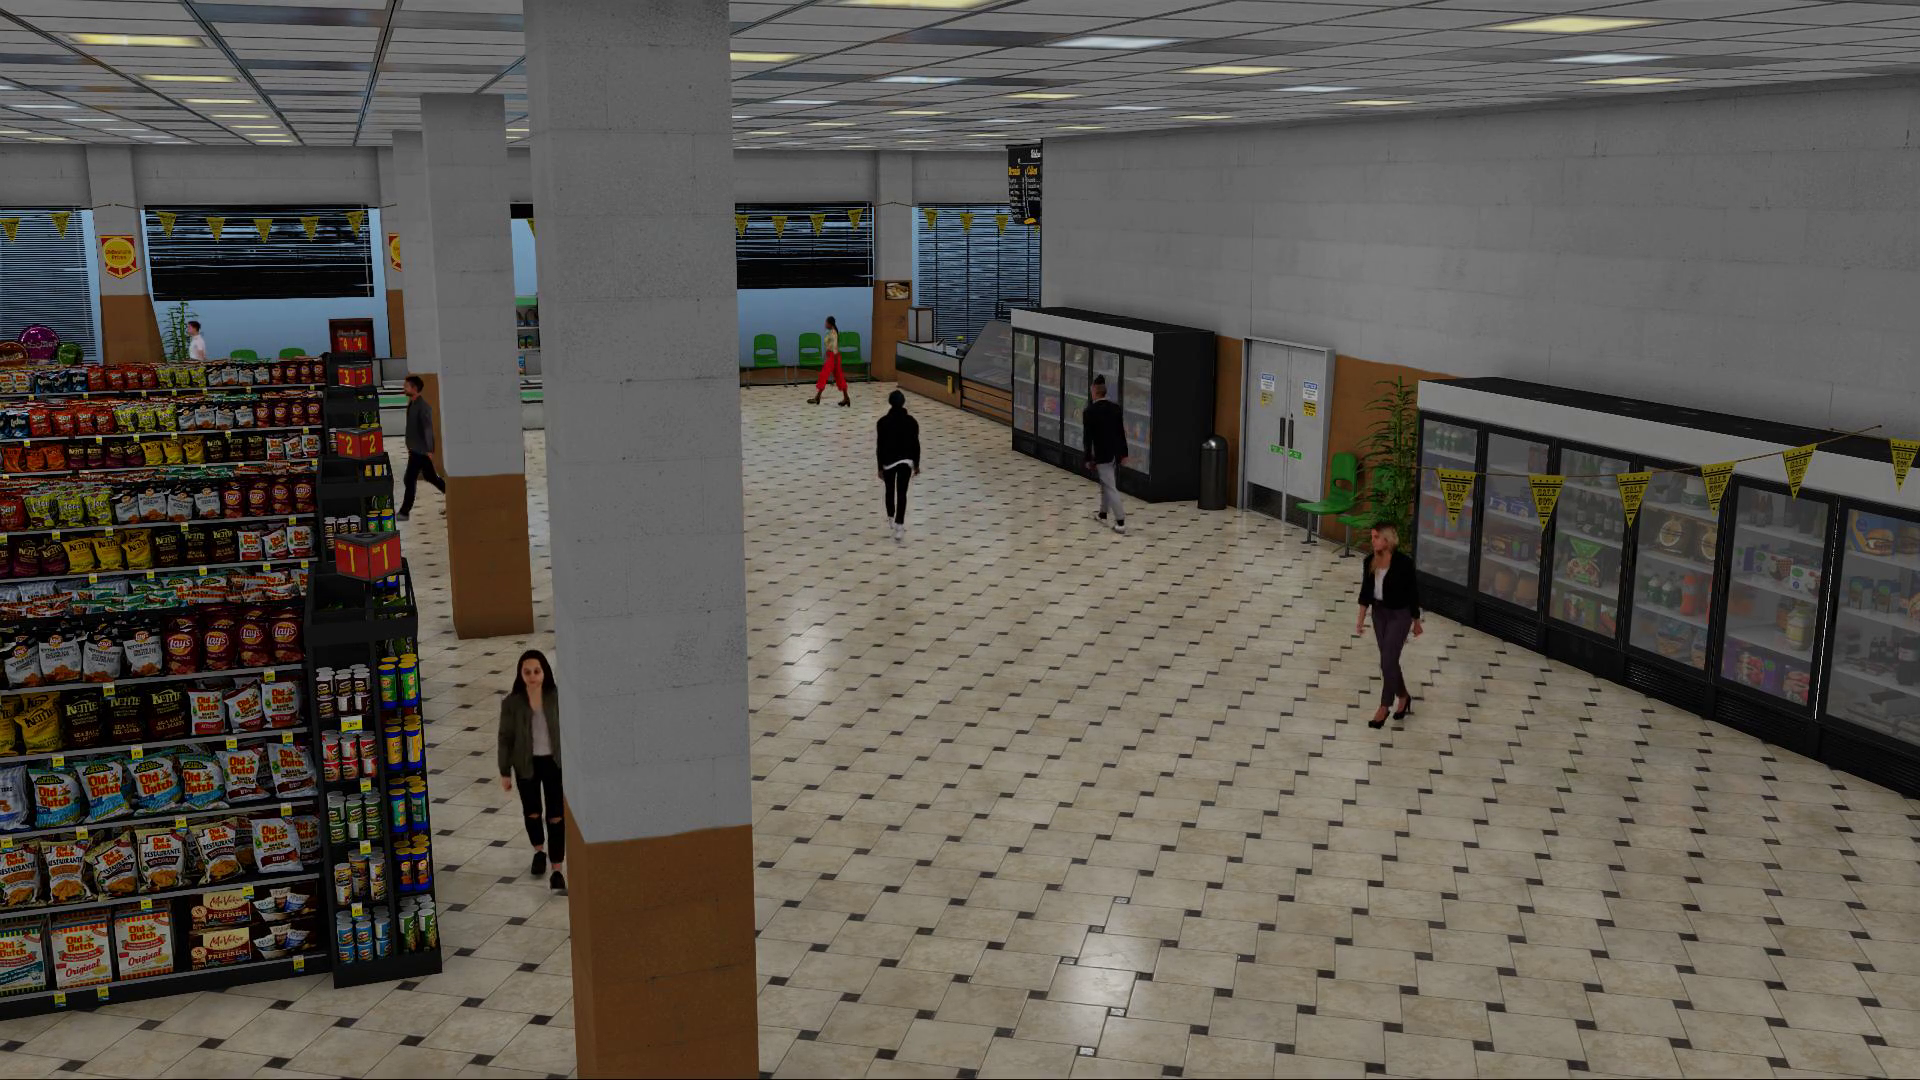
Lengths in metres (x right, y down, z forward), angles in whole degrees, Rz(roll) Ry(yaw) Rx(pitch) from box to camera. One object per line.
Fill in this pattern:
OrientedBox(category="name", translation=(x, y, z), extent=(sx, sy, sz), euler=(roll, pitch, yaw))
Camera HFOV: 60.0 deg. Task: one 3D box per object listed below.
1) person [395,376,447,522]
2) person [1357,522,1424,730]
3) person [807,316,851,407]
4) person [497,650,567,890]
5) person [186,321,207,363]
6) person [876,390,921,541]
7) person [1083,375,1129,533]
OrientedBox(category="person", translation=(-6.803, -1.155, 21.242), extent=(1.245, 1.832, 0.802), euler=(-6, 13, -27))
OrientedBox(category="person", translation=(3.457, 0.661, 13.091), extent=(0.774, 1.637, 0.930), euler=(11, 16, 42))
OrientedBox(category="person", translation=(-2.367, -3.434, 32.271), extent=(1.143, 1.747, 0.841), euler=(0, 12, 1))
OrientedBox(category="person", translation=(-2.573, 1.374, 10.167), extent=(0.858, 1.446, 0.721), euler=(-3, 12, -13))
OrientedBox(category="person", translation=(-13.713, -3.039, 30.265), extent=(1.240, 1.801, 0.768), euler=(-6, 13, -26))
OrientedBox(category="person", translation=(-0.753, -0.873, 20.052), extent=(1.222, 1.770, 1.031), euler=(0, 12, 0))
OrientedBox(category="person", translation=(1.877, -1.046, 20.526), extent=(0.983, 1.915, 0.923), euler=(-6, 13, -27))
